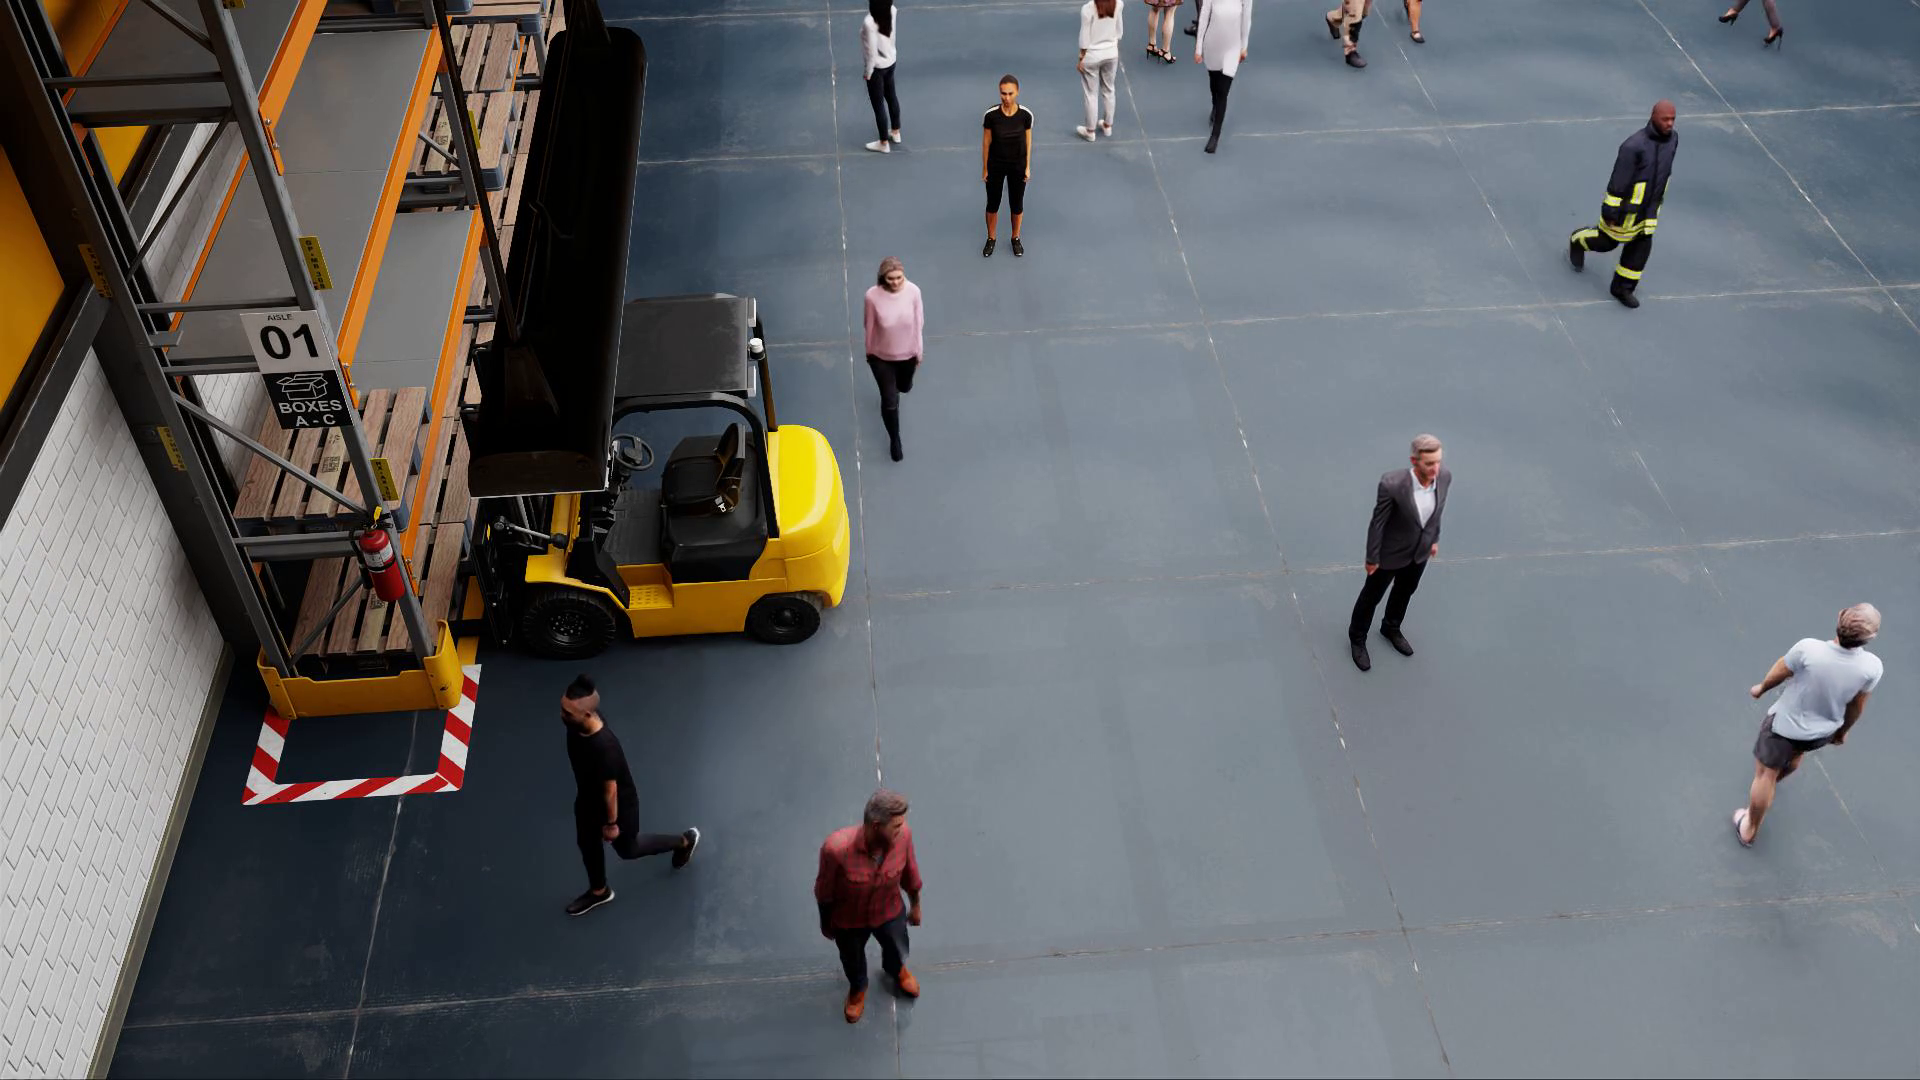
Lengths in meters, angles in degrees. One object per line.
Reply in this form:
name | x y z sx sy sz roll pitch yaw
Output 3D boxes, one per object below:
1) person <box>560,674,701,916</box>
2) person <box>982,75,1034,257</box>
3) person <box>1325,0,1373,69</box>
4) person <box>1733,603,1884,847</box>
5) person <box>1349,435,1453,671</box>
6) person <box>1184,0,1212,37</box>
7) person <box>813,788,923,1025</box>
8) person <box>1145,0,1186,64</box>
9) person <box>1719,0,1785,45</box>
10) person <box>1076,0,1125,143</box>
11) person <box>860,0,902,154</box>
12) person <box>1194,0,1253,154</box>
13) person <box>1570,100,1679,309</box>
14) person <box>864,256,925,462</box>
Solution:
person | -1.910 1.407 9.311 1.105 1.844 1.152 -27 50 -25
person | 0.398 -3.227 14.302 0.586 1.669 0.530 -1 44 -1
person | 4.004 -5.739 16.828 0.980 1.822 1.142 -23 48 -23
person | 4.876 1.133 9.627 0.833 1.804 0.994 8 44 8
person | 2.855 0.046 10.741 0.786 1.842 0.718 -16 46 -16
person | 2.571 -6.082 17.269 0.736 1.711 0.648 19 47 19
person | -0.515 1.947 8.769 0.775 1.809 0.669 -1 44 -1
person | 2.093 -5.685 16.805 0.858 1.775 0.781 -29 51 -27
person | 8.423 -5.915 17.151 0.929 1.632 1.106 -26 49 -25
person | 1.319 -4.583 15.711 0.671 1.688 0.647 -19 47 -19
person | -0.737 -4.449 15.562 0.766 1.700 0.666 21 47 20
person | 2.498 -4.655 15.738 0.950 1.756 1.259 13 45 13
person | 5.545 -2.874 13.839 0.948 1.797 1.228 -14 45 -14
person | -0.501 -1.456 12.448 0.676 1.662 1.053 -8 44 -9
